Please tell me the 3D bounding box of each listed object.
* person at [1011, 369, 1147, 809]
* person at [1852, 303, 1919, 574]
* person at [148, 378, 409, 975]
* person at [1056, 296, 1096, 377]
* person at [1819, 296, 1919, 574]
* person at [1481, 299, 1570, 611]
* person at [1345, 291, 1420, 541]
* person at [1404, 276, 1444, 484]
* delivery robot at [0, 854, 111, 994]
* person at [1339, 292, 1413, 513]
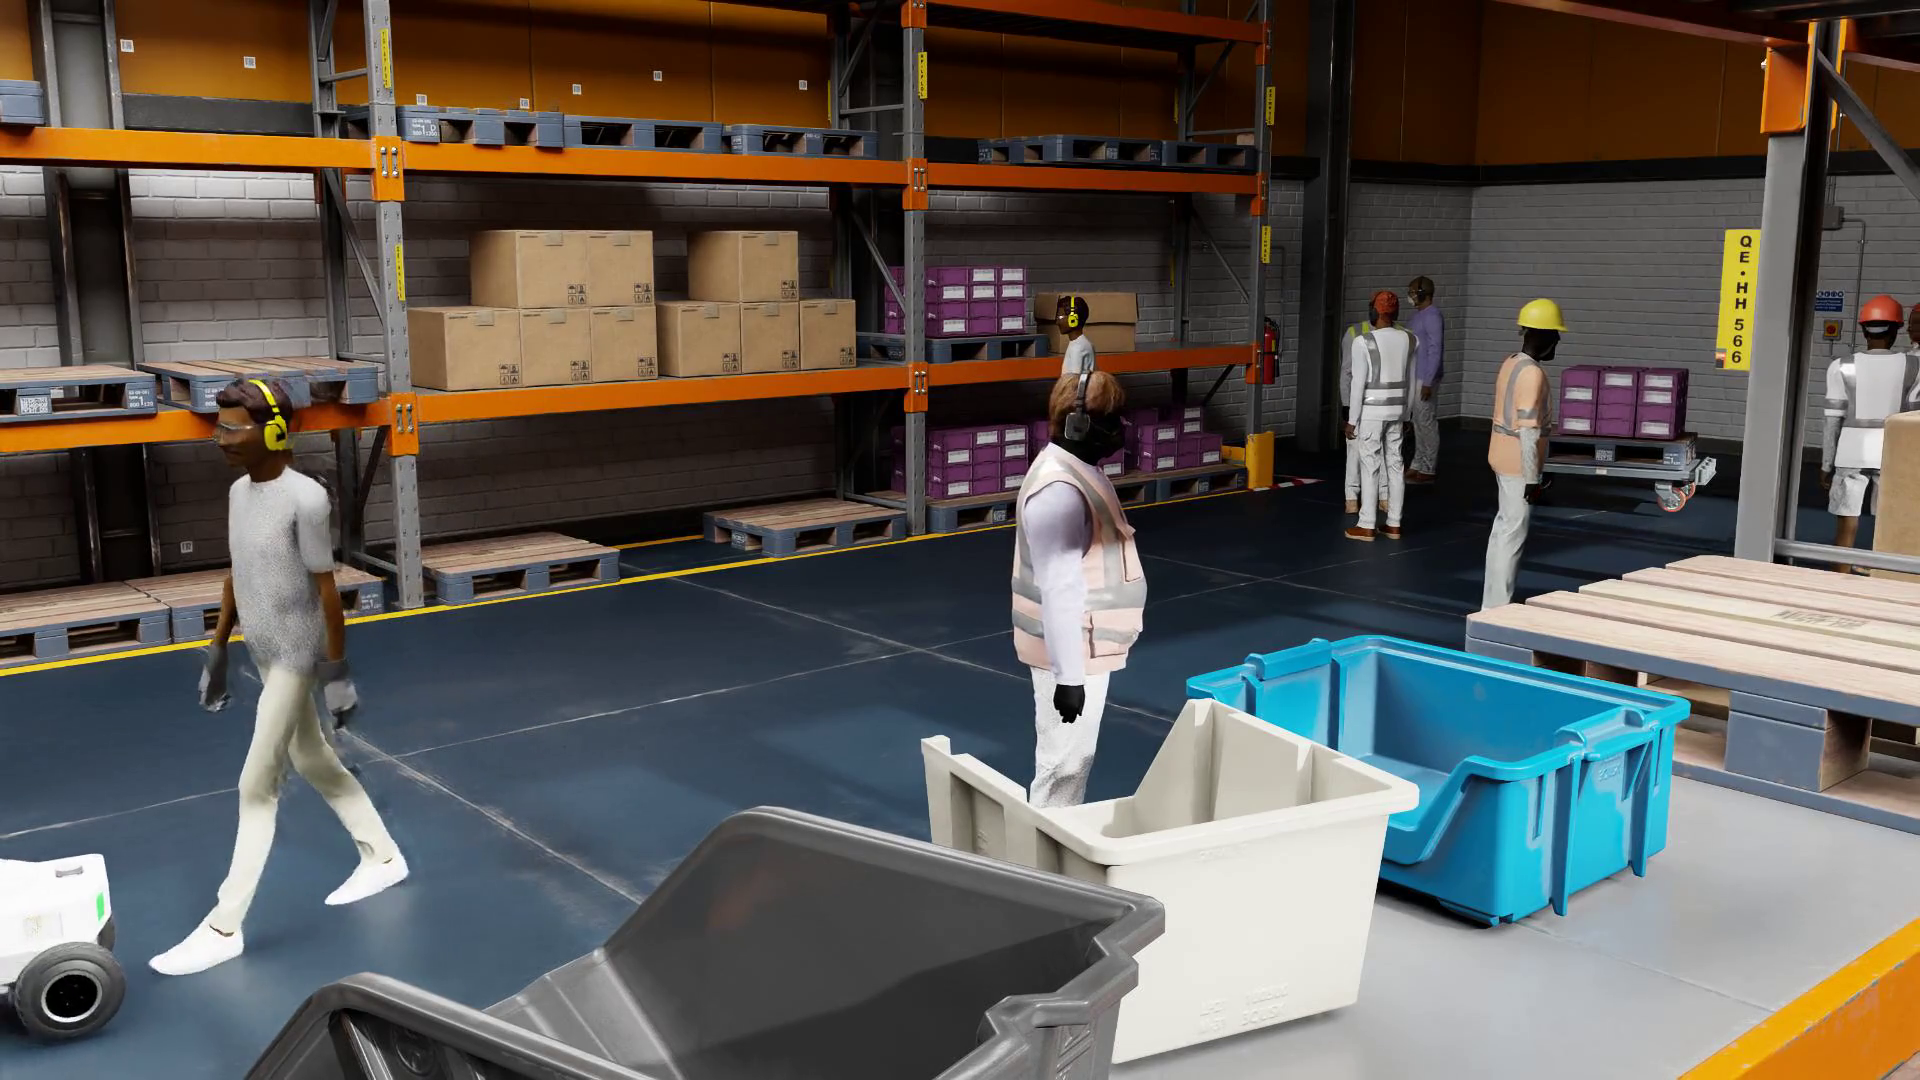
[{"bbox_3d":[0.384,0.372,5.371,0.429,1.840,0.634,1,10,8],"label":"person"},{"bbox_3d":[6.543,-0.683,11.250,0.826,1.858,0.580,0,10,-3],"label":"person"},{"bbox_3d":[-2.190,0.394,5.344,0.518,1.828,0.959,10,14,43],"label":"person"},{"bbox_3d":[0.840,-0.836,12.096,0.328,1.862,0.501,1,10,8],"label":"person"},{"bbox_3d":[5.372,-0.468,9.822,0.542,1.929,0.374,4,11,21],"label":"person"},{"bbox_3d":[3.290,-0.436,9.680,0.406,1.918,0.588,1,10,8],"label":"person"},{"bbox_3d":[3.166,-0.928,12.534,0.576,1.882,0.355,-4,11,-22],"label":"person"},{"bbox_3d":[4.311,-1.483,15.494,0.374,1.934,0.628,1,10,3],"label":"person"},{"bbox_3d":[-2.807,1.085,4.710,0.707,0.478,0.477,-6,12,-30],"label":"delivery robot"},{"bbox_3d":[3.458,-1.133,13.792,0.620,1.845,0.430,0,10,-1],"label":"person"}]
